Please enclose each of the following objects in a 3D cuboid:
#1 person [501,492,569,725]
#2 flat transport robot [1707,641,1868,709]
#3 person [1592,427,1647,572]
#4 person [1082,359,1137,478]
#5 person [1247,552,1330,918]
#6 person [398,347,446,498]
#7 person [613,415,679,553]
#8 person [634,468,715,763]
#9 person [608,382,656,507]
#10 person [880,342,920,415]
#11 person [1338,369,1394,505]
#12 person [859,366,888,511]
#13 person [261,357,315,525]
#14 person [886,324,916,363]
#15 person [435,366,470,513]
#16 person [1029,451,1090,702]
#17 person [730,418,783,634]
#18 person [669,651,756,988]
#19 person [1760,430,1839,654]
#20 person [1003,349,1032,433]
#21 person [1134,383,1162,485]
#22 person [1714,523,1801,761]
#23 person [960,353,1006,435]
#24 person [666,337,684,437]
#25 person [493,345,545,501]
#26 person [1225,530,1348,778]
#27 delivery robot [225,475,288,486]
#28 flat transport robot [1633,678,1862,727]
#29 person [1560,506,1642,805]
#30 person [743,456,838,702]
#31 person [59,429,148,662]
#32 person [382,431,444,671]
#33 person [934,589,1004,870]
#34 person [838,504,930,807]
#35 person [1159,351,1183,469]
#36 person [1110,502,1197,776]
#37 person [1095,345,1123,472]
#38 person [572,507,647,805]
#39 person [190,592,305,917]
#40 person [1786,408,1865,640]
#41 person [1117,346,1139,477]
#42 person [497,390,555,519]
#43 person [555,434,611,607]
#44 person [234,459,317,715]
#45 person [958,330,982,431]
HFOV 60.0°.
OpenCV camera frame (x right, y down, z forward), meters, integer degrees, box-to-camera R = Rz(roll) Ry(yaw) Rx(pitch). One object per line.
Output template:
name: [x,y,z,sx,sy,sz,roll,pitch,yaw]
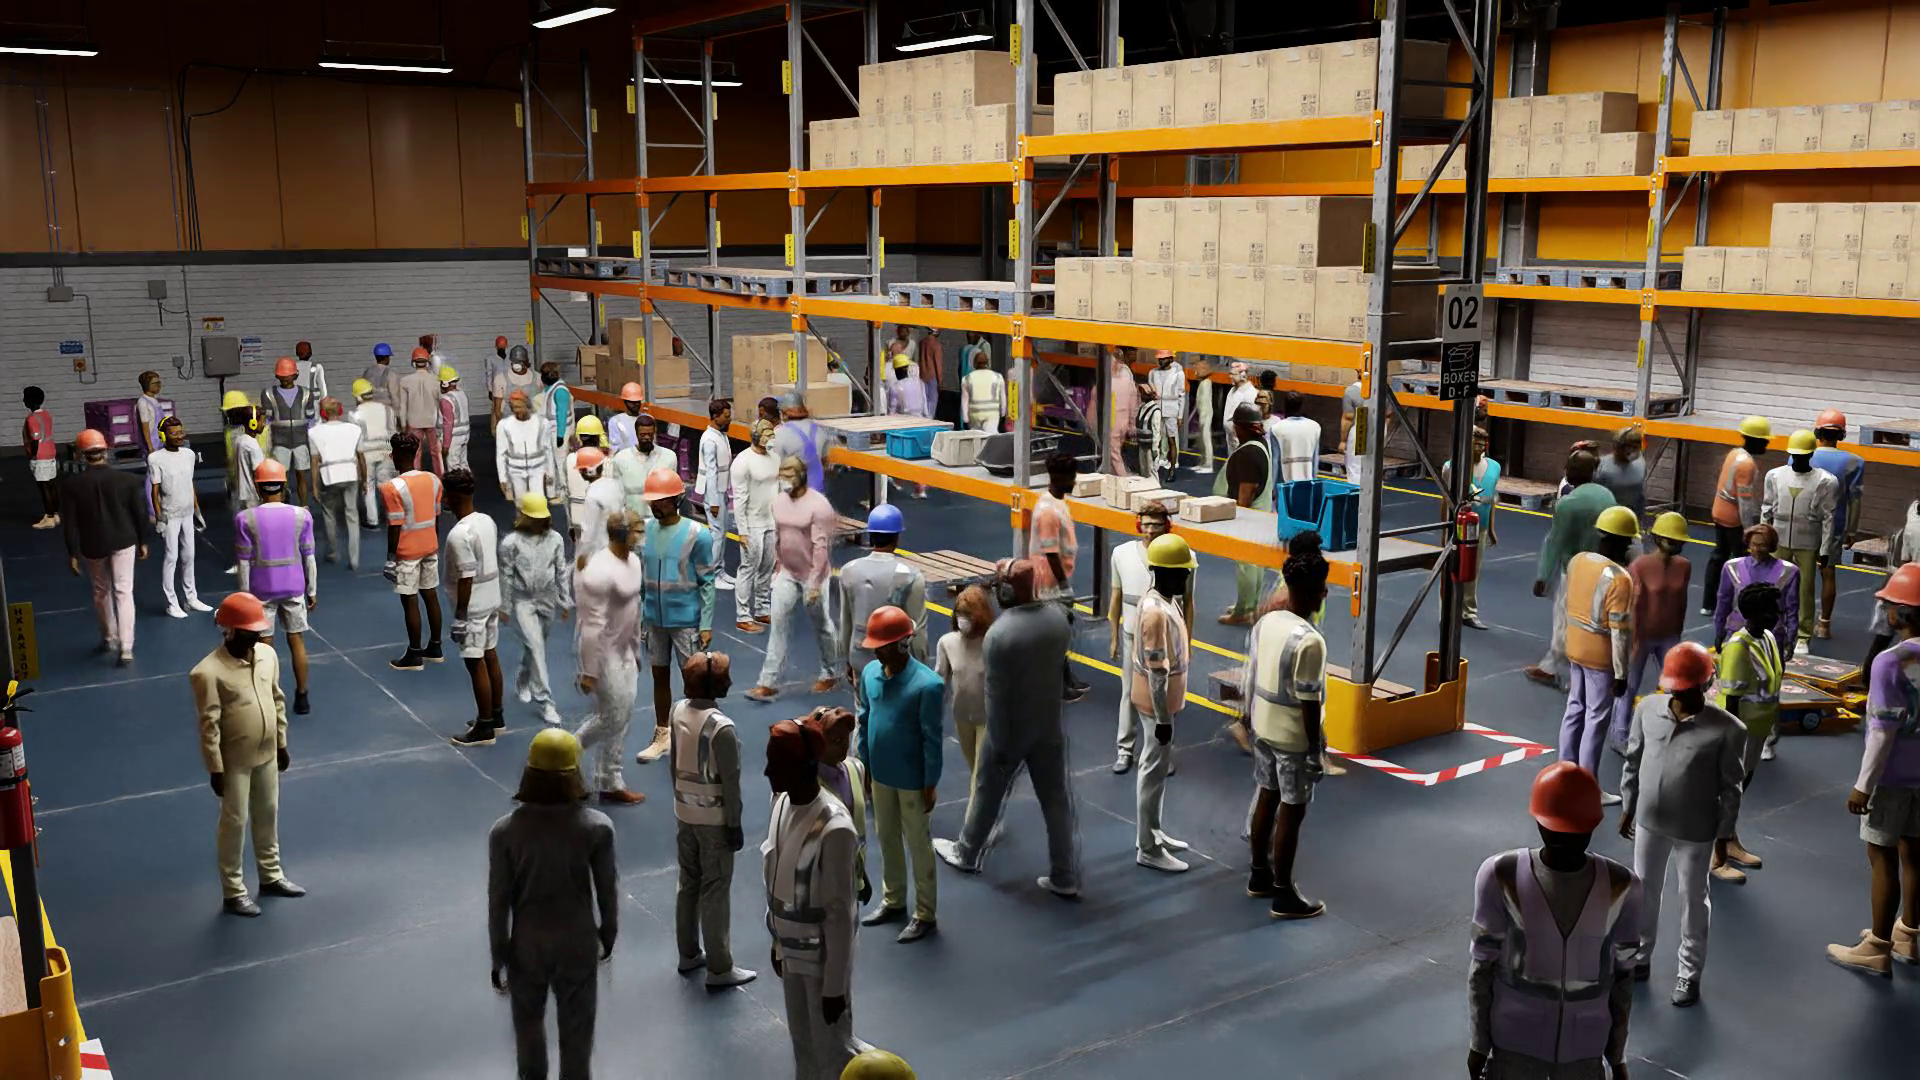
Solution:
person: [-3.187,0.458,12.414,0.486,1.690,0.916,-9,14,-39]
flat transport robot: [6.460,1.034,13.105,0.652,0.197,1.431,-9,14,-39]
person: [5.683,-0.054,14.476,0.666,1.908,0.509,-5,12,-25]
person: [1.985,-1.456,21.805,0.638,1.848,1.007,-8,14,-37]
person: [1.762,1.024,8.834,0.383,1.958,0.608,-3,12,-16]
person: [-7.034,-1.533,21.848,0.620,1.986,0.409,-3,12,-17]
person: [-2.867,-0.201,15.233,0.586,1.910,0.395,-4,12,-19]
person: [-1.947,0.524,11.164,0.614,2.040,0.390,4,12,21]
person: [-3.481,-0.728,17.841,0.551,1.936,0.357,-9,14,-38]
person: [-0.868,-1.920,24.079,0.669,1.884,0.427,0,11,1]
person: [4.893,-1.257,20.285,0.676,2.000,0.536,-4,12,-19]
person: [-1.079,-1.296,20.985,0.345,1.846,0.506,-3,12,-16]
person: [-7.968,-1.162,19.811,0.605,2.037,0.394,-7,13,-31]
person: [-1.068,-2.927,29.385,0.598,1.822,0.568,-6,13,-28]
person: [-6.345,-1.254,20.807,0.403,1.830,0.599,1,11,7]
person: [0.748,0.277,12.667,0.439,1.948,0.623,2,11,11]
person: [-1.785,-0.127,14.806,0.359,1.931,0.634,7,13,31]
person: [-1.218,1.339,8.038,0.311,1.636,0.521,-9,14,-40]
person: [7.066,0.017,14.081,0.586,1.920,0.397,10,15,42]
person: [0.877,-2.057,25.142,0.535,1.752,0.476,-9,14,-37]
person: [2.356,-1.147,20.778,0.313,1.634,0.514,-4,12,-19]
person: [5.457,0.682,11.415,0.528,1.630,0.314,7,13,33]
person: [0.327,-1.730,23.350,0.632,1.800,0.924,1,11,3]
person: [-4.286,-2.112,25.064,0.354,1.883,0.572,1,11,3]
person: [-5.707,-1.534,21.701,0.681,2.000,0.536,-5,12,-26]
person: [2.184,0.727,11.127,0.847,1.662,0.530,6,13,29]
delivery robot: [-8.860,-0.692,20.955,0.707,0.478,0.477,-3,12,-14]
flat transport robot: [5.768,1.204,12.232,1.431,0.197,0.652,-1,11,-8]
person: [4.029,0.727,10.472,0.397,1.913,0.592,-2,11,-13]
person: [-1.267,0.313,12.633,0.638,1.892,0.961,8,13,34]
person: [-7.121,0.043,13.890,0.627,1.947,1.013,-6,13,-28]
person: [-4.482,0.085,13.610,0.366,1.965,0.607,4,12,22]
person: [0.074,1.064,9.525,0.526,1.591,0.833,6,13,29]
person: [-0.465,0.742,10.329,0.611,1.939,0.418,6,13,29]
person: [3.051,-1.983,24.429,0.325,1.876,0.524,-7,13,-33]
person: [1.280,0.644,11.055,0.564,1.846,0.392,2,11,8]
person: [2.231,-2.005,24.115,0.535,2.000,0.681,-1,11,-4]
person: [-2.255,0.733,10.446,0.606,1.912,0.668,1,11,6]
person: [-3.784,1.127,8.855,0.354,1.741,0.567,4,12,20]
person: [7.529,-0.135,14.574,0.609,2.038,0.403,3,12,17]
person: [2.338,-1.864,23.615,0.388,1.950,0.640,2,11,10]
person: [-4.682,-0.710,17.989,0.609,1.831,0.984,-3,11,-15]
person: [-3.488,-0.193,15.700,0.806,1.714,0.487,2,11,9]
person: [-5.052,0.361,12.308,0.549,1.925,0.384,-7,13,-33]
person: [0.189,-2.589,27.608,0.516,1.842,0.325,10,15,42]
